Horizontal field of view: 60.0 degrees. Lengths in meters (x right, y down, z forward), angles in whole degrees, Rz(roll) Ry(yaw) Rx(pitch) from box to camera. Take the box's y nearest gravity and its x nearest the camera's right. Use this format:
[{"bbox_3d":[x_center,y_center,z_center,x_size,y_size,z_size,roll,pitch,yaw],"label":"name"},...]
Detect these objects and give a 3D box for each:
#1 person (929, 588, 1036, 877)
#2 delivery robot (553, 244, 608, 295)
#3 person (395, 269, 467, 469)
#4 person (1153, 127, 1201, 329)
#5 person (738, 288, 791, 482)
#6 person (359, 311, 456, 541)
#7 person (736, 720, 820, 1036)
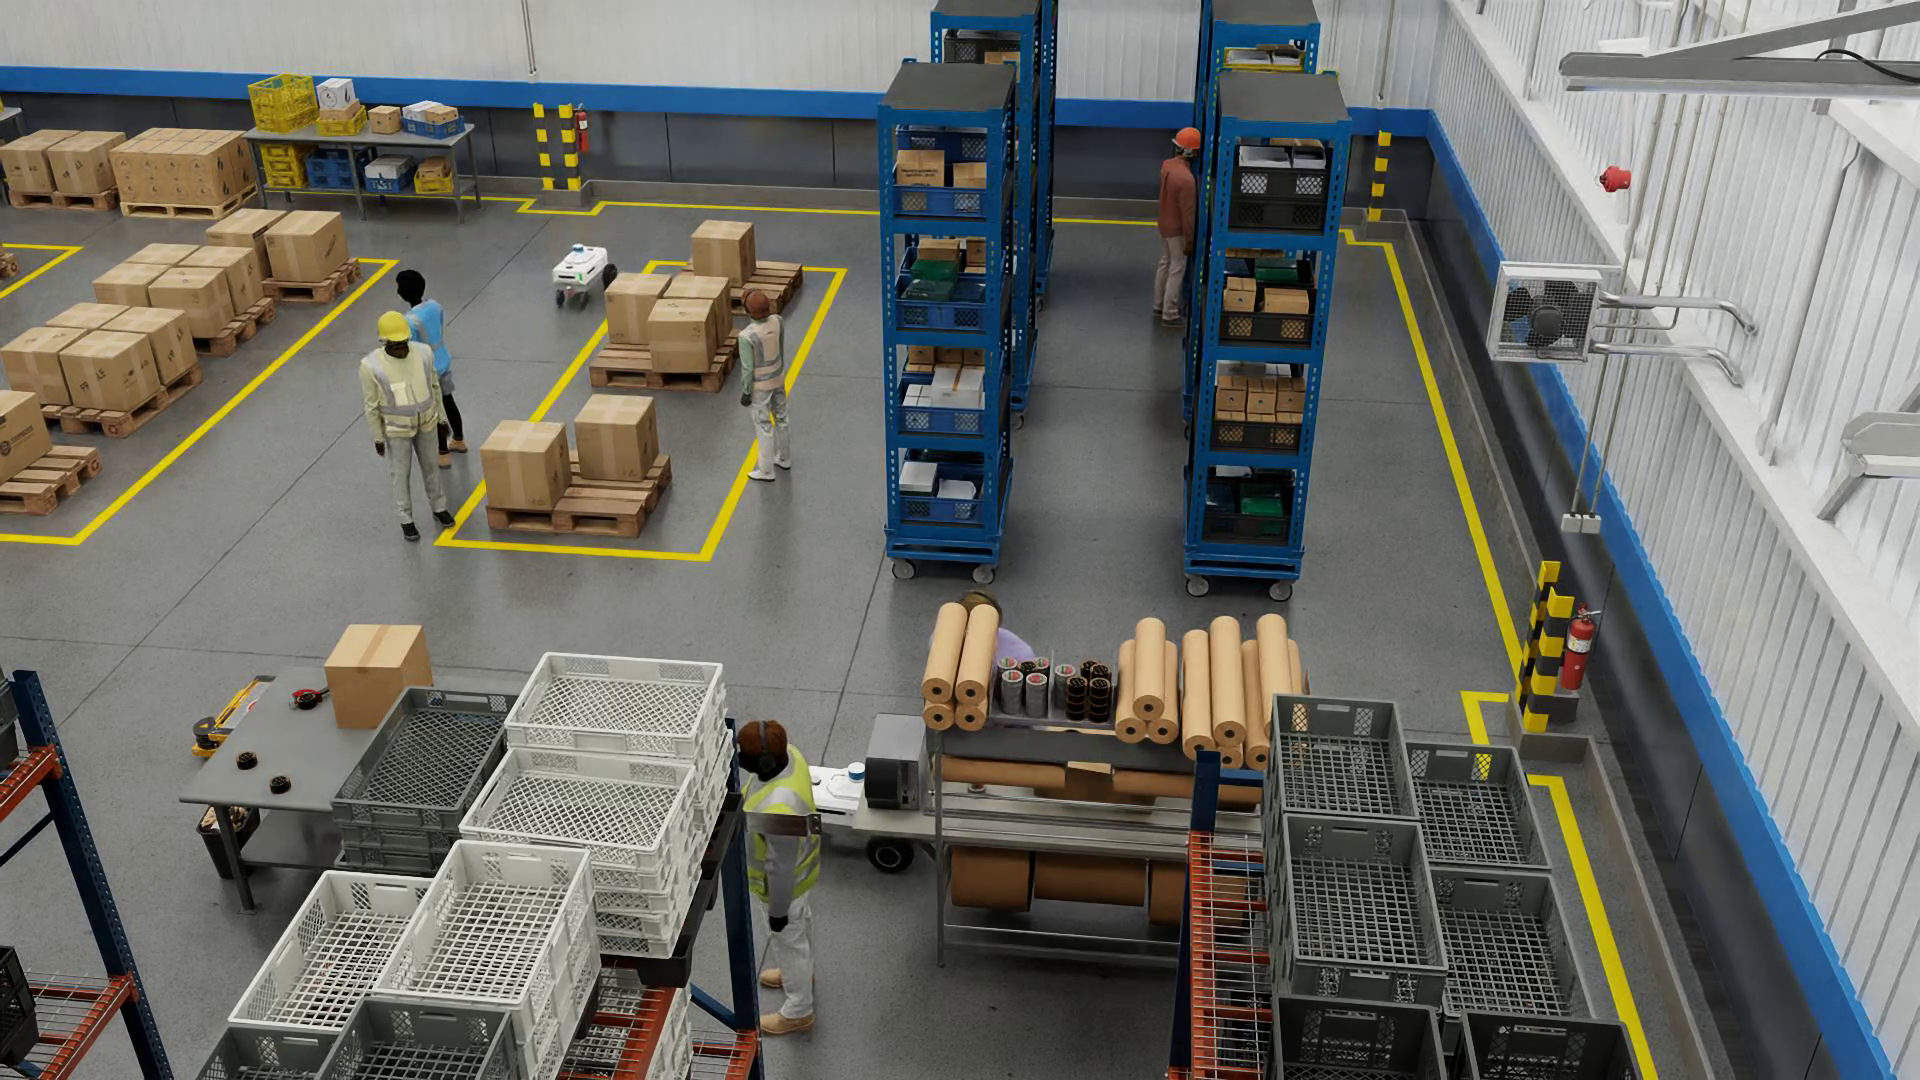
[{"bbox_3d":[0.114,1.075,9.165,0.629,1.932,0.371,13,33,21],"label":"person"},{"bbox_3d":[-3.895,-2.795,17.077,0.477,0.478,0.707,6,31,11],"label":"delivery robot"},{"bbox_3d":[-4.368,-1.412,13.673,0.321,1.690,0.534,6,31,11],"label":"person"},{"bbox_3d":[2.126,-3.031,16.170,0.412,1.982,0.620,-9,31,-15],"label":"person"},{"bbox_3d":[-1.584,-1.255,13.452,0.314,1.636,0.515,19,35,29],"label":"person"},{"bbox_3d":[-4.180,-0.884,12.625,0.613,1.829,0.403,-24,38,-35],"label":"person"},{"bbox_3d":[-0.904,1.653,8.271,0.430,1.837,0.629,-2,30,-4],"label":"person"}]
